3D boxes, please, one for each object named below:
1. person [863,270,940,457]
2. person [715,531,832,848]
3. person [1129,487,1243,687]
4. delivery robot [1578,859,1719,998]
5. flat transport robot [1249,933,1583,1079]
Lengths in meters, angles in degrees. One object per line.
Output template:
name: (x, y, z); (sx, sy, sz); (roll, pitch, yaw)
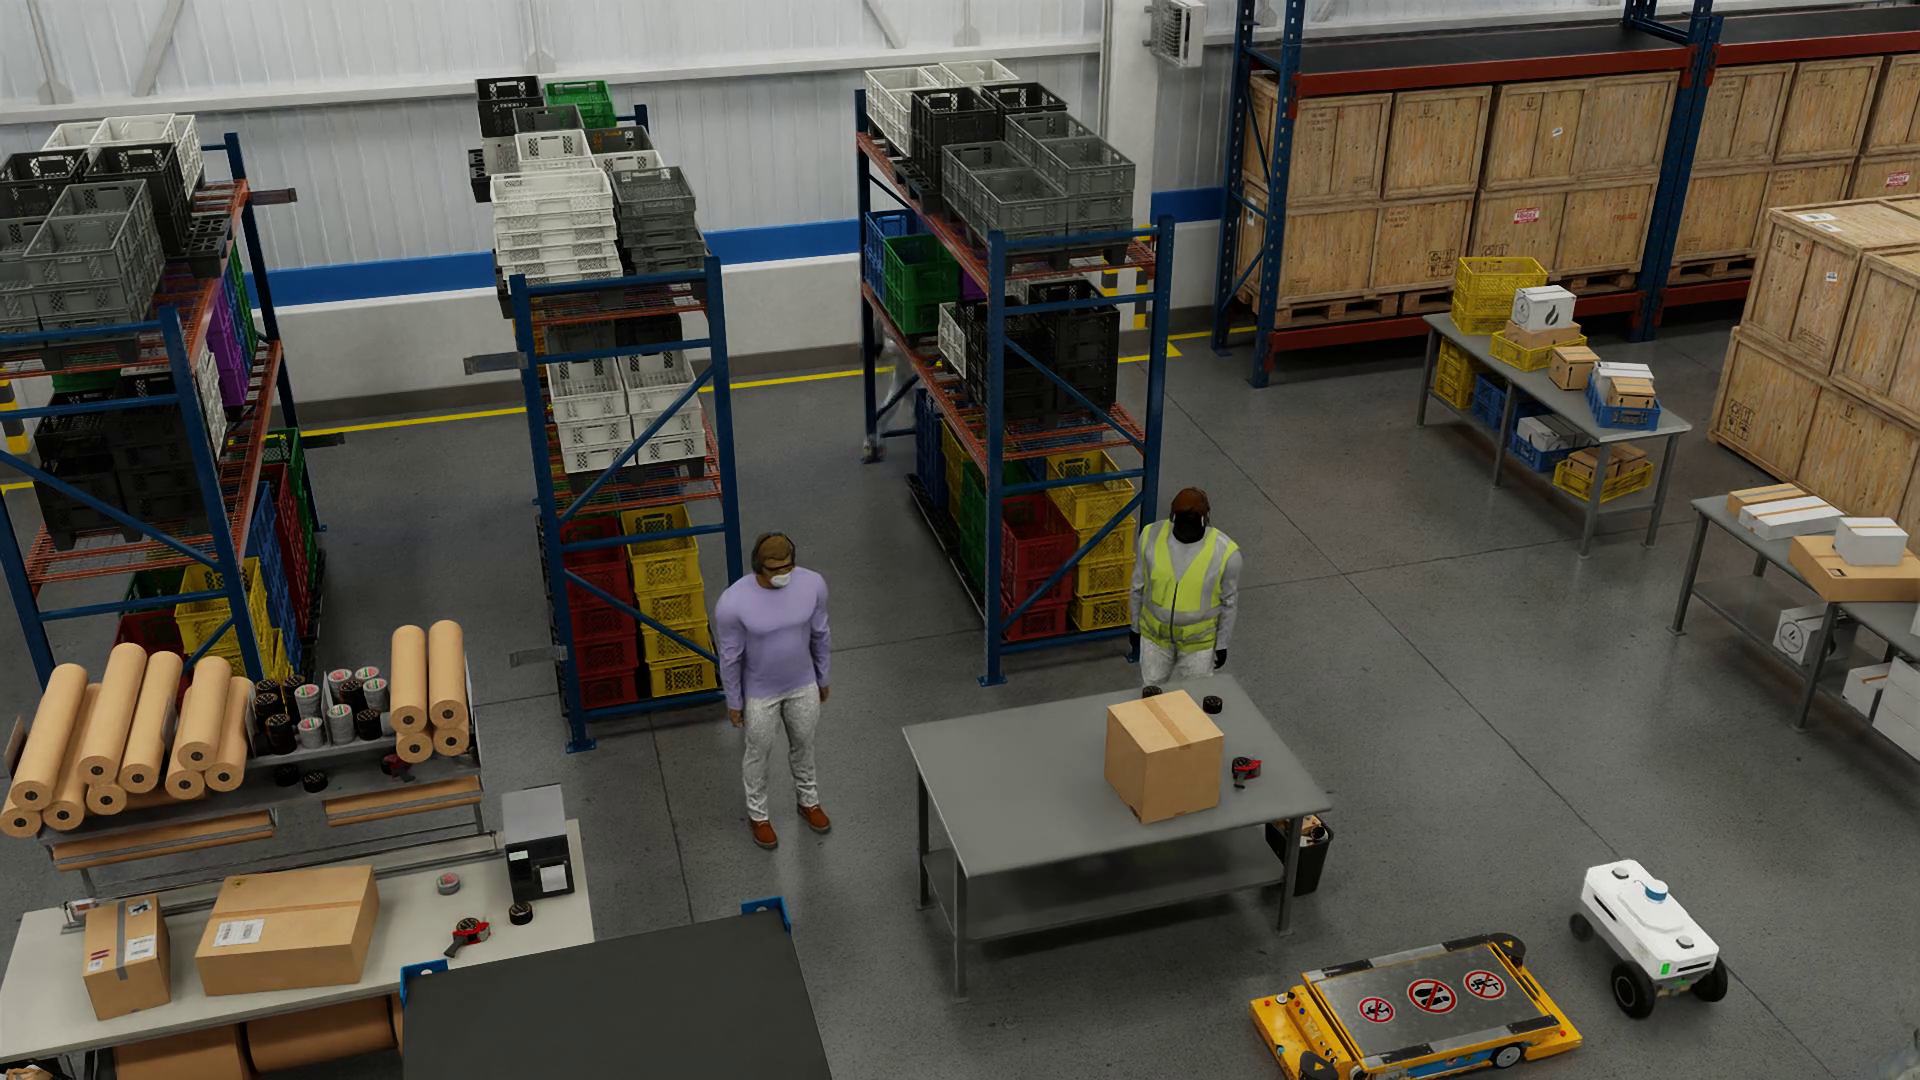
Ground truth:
person: (-0.467, -1.577, 13.394); (0.943, 1.845, 0.603); (-21, 35, -33)
person: (-0.982, 0.790, 8.987); (0.629, 1.932, 0.358); (-14, 32, -24)
person: (1.257, 0.534, 9.541); (0.625, 1.846, 0.429); (11, 31, 18)
delivery robot: (3.420, 1.904, 8.274); (0.477, 0.478, 0.707); (-8, 31, -14)
flat transport robot: (2.184, 2.282, 7.980); (1.431, 0.197, 0.652); (-8, 30, -14)
